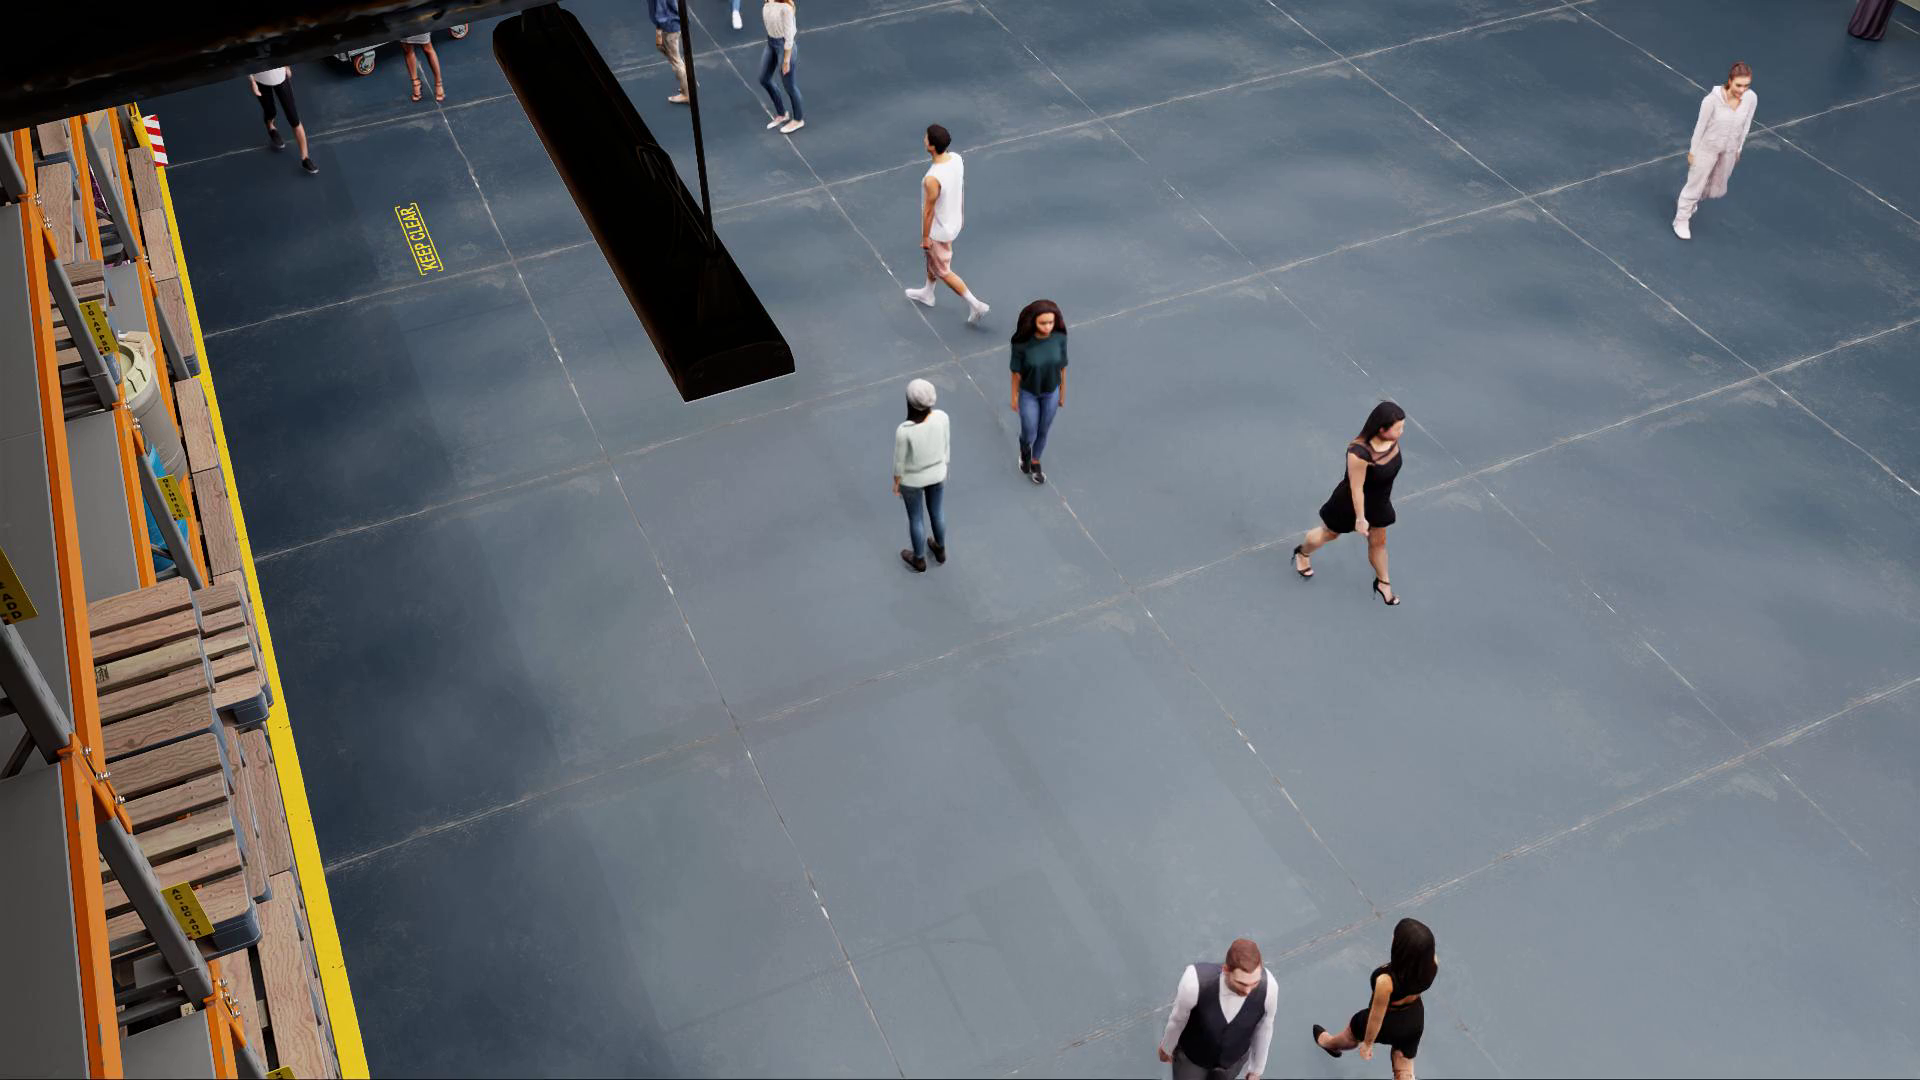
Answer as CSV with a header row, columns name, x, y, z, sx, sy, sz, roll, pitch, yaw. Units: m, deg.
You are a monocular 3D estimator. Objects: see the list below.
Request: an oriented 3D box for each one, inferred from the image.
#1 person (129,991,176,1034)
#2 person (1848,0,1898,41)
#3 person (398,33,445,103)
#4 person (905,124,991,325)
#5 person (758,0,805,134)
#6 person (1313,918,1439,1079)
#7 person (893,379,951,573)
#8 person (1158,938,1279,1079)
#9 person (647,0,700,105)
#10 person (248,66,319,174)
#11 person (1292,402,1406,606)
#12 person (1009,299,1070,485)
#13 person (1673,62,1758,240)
name,x,y,z,sx,sy,sz,roll,pitch,yaw
person,-3.690,2.761,8.149,0.595,1.754,0.570,-9,44,-10
person,9.863,-6.123,17.575,0.782,1.615,0.720,13,45,13
person,-5.447,-5.184,16.444,0.675,1.817,0.696,4,44,4
person,-0.082,-2.567,13.736,1.191,1.762,1.045,21,47,21
person,-1.646,-4.756,16.067,0.719,1.716,0.603,-27,50,-25
person,2.257,2.545,8.488,0.585,1.599,1.009,-19,47,-19
person,-0.256,-0.458,11.606,0.576,1.647,0.498,-20,47,-20
person,1.254,2.463,8.340,0.766,1.923,0.751,0,44,0
person,-2.770,-5.051,16.402,0.802,1.682,0.709,6,44,6
person,-6.522,-4.351,15.614,0.770,1.755,1.176,-27,50,-26
person,2.647,-0.276,11.402,1.154,1.665,0.907,34,53,30
person,0.557,-1.149,12.356,0.631,1.613,0.634,-11,45,-12
person,6.685,-3.509,14.789,0.789,1.674,0.868,-1,44,-1
